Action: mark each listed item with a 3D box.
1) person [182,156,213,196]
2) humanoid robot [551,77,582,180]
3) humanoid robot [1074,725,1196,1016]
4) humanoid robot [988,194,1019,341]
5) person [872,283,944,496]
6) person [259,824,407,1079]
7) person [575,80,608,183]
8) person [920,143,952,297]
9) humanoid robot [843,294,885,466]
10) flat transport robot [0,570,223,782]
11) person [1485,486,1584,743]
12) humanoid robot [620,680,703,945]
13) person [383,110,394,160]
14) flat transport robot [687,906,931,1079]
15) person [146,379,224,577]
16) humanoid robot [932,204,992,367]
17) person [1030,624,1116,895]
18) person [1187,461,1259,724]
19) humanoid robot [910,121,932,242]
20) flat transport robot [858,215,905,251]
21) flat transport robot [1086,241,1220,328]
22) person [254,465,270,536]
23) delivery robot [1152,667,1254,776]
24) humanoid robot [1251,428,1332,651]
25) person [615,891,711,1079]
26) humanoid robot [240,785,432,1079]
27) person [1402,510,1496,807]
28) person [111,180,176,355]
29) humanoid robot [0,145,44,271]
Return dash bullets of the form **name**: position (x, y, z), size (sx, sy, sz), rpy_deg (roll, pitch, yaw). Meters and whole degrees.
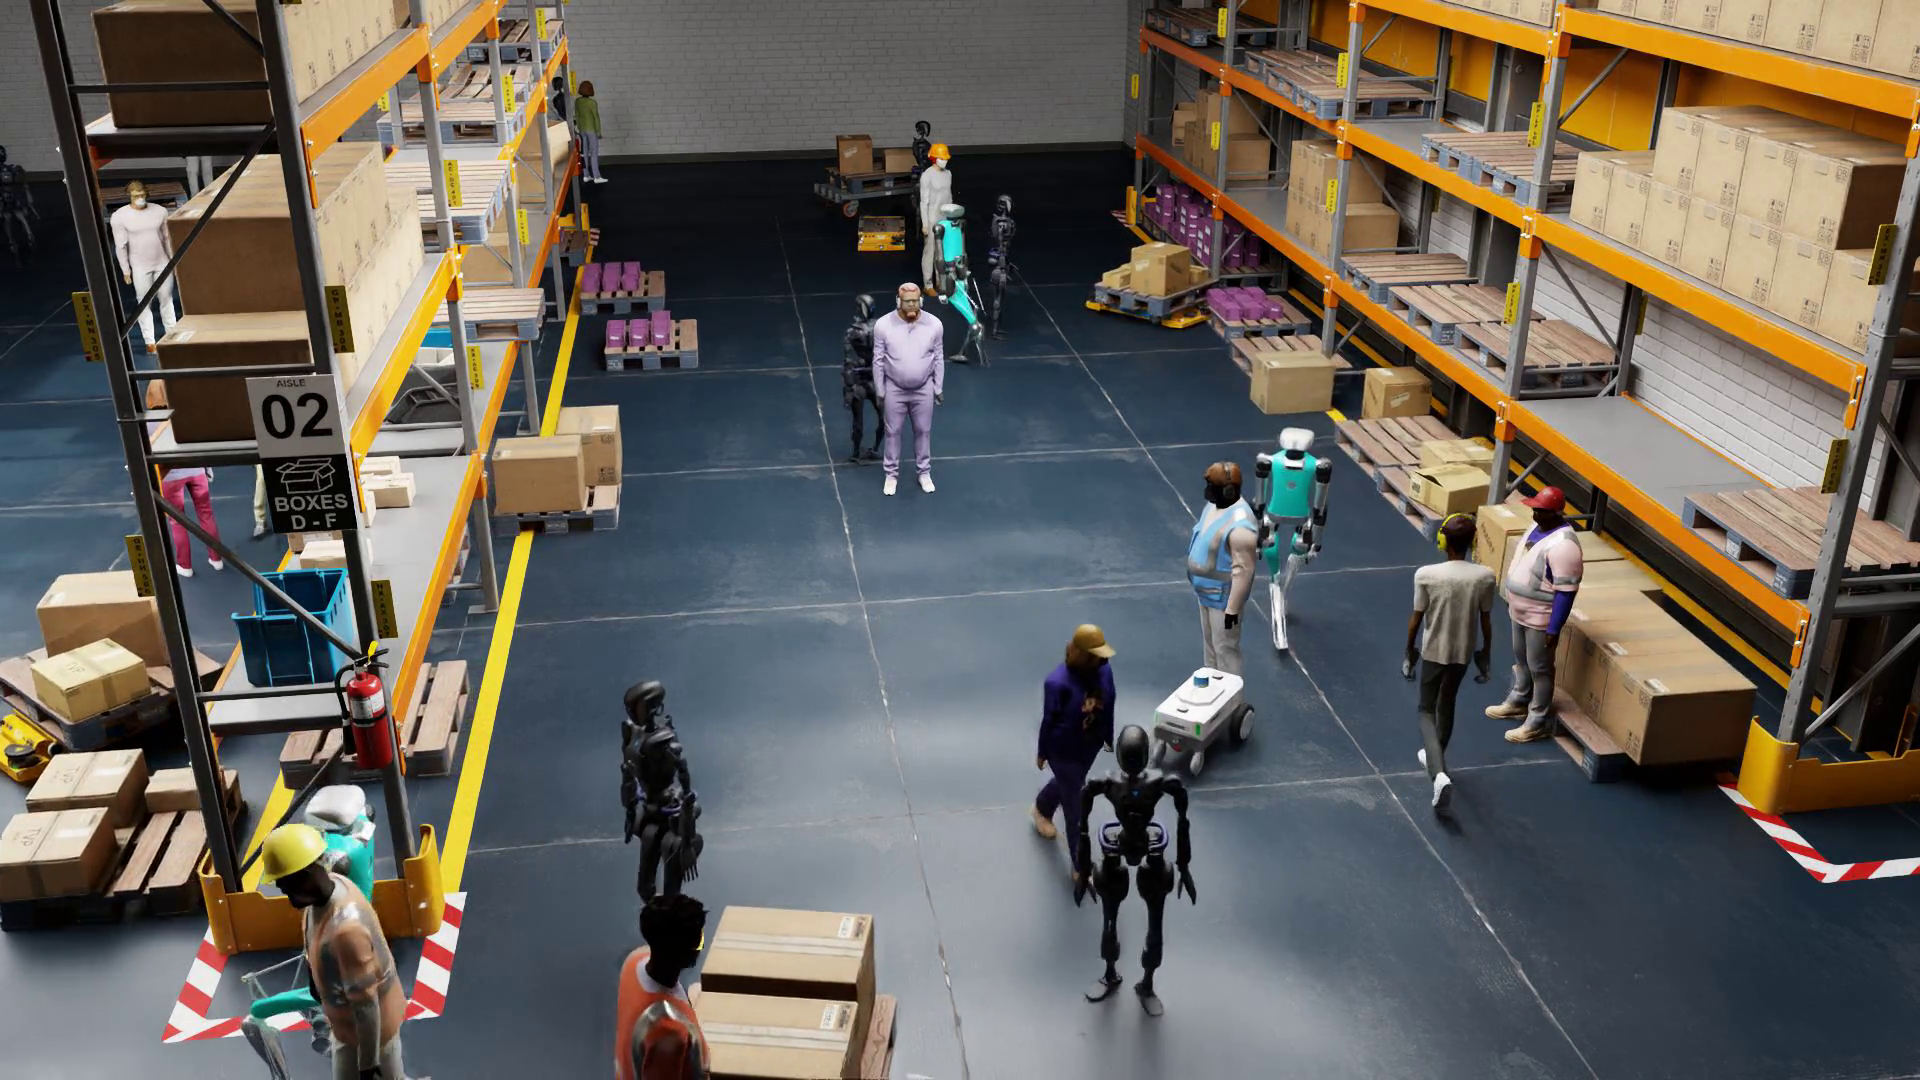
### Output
- **person**: position (-11.643, -6.004, 25.399), size (0.429, 1.842, 0.633), rpy_deg (14, 27, 28)
- **humanoid robot**: position (-6.460, -6.782, 27.375), size (0.391, 1.636, 0.608), rpy_deg (-1, 24, -3)
- **humanoid robot**: position (0.874, 1.614, 8.253), size (0.612, 1.631, 0.363), rpy_deg (0, 24, 1)
- **humanoid robot**: position (0.492, -3.145, 19.073), size (0.315, 1.657, 0.599), rpy_deg (4, 24, 9)
- **person**: position (-0.447, -1.328, 14.662), size (0.638, 1.913, 0.410), rpy_deg (-4, 24, -9)
- **person**: position (-2.482, 2.008, 7.114), size (0.787, 1.872, 0.638), rpy_deg (-16, 28, -32)
- **person**: position (-6.050, -6.664, 27.158), size (0.500, 1.633, 0.285), rpy_deg (16, 28, 32)
- **person**: position (-0.281, -4.012, 20.800), size (0.358, 1.896, 0.560), rpy_deg (19, 30, 37)
- **humanoid robot**: position (-0.887, -1.471, 15.279), size (0.380, 1.645, 0.587), rpy_deg (18, 29, 35)
- **flat transport robot**: position (-5.677, 1.147, 11.064), size (0.659, 0.231, 1.431), rpy_deg (19, 30, 36)
- **person**: position (3.719, 0.471, 10.757), size (0.419, 1.751, 0.623), rpy_deg (-2, 24, -5)
- **humanoid robot**: position (-1.528, 1.472, 8.571), size (0.597, 1.649, 0.324), rpy_deg (20, 30, 37)
- **person**: position (-8.171, -5.449, 24.152), size (0.748, 1.825, 0.580), rpy_deg (22, 32, 40)
- **flat transport robot**: position (-0.853, 2.686, 7.558), size (1.431, 0.231, 0.659), rpy_deg (2, 24, 5)
- **person**: position (-6.136, -0.490, 13.102), size (0.500, 1.627, 0.293), rpy_deg (-18, 30, -36)
- **humanoid robot**: position (0.090, -2.671, 18.081), size (0.748, 1.905, 0.546), rpy_deg (15, 28, 30)
- **person**: position (0.623, 1.138, 9.465), size (0.475, 1.582, 0.832), rpy_deg (-16, 28, -33)
- **person**: position (1.700, 0.347, 10.934), size (0.429, 1.839, 0.632), rpy_deg (-4, 24, -8)
- **humanoid robot**: position (-0.535, -5.077, 23.474), size (0.315, 1.657, 0.599), rpy_deg (2, 24, 4)
- **flat transport robot**: position (-1.111, -4.354, 23.598), size (0.659, 0.231, 1.431), rpy_deg (-1, 24, -2)
- **flat transport robot**: position (2.292, -2.830, 20.126), size (1.431, 0.231, 0.659), rpy_deg (20, 31, 38)
- **person**: position (-5.661, -0.881, 13.878), size (0.612, 1.723, 0.446), rpy_deg (-10, 26, -22)
- **delivery robot**: position (1.557, 1.130, 10.773), size (0.499, 0.614, 0.818), rpy_deg (15, 28, 30)
- **humanoid robot**: position (2.364, -0.079, 12.052), size (0.530, 1.726, 0.998), rpy_deg (4, 24, 10)
- **person**: position (-1.072, 2.206, 6.600), size (1.002, 1.902, 0.620), rpy_deg (-11, 26, -23)
- **humanoid robot**: position (-2.968, 1.919, 7.504), size (0.882, 1.782, 0.530), rpy_deg (-2, 24, -4)
- **person**: position (2.971, 0.729, 10.075), size (0.527, 1.841, 0.758), rpy_deg (-1, 24, -2)
- **person**: position (-9.029, -3.046, 18.543), size (0.355, 1.936, 0.634), rpy_deg (21, 31, 40)
- **humanoid robot**: position (-12.466, -4.355, 21.851), size (0.600, 1.643, 0.455), rpy_deg (-22, 32, -40)
